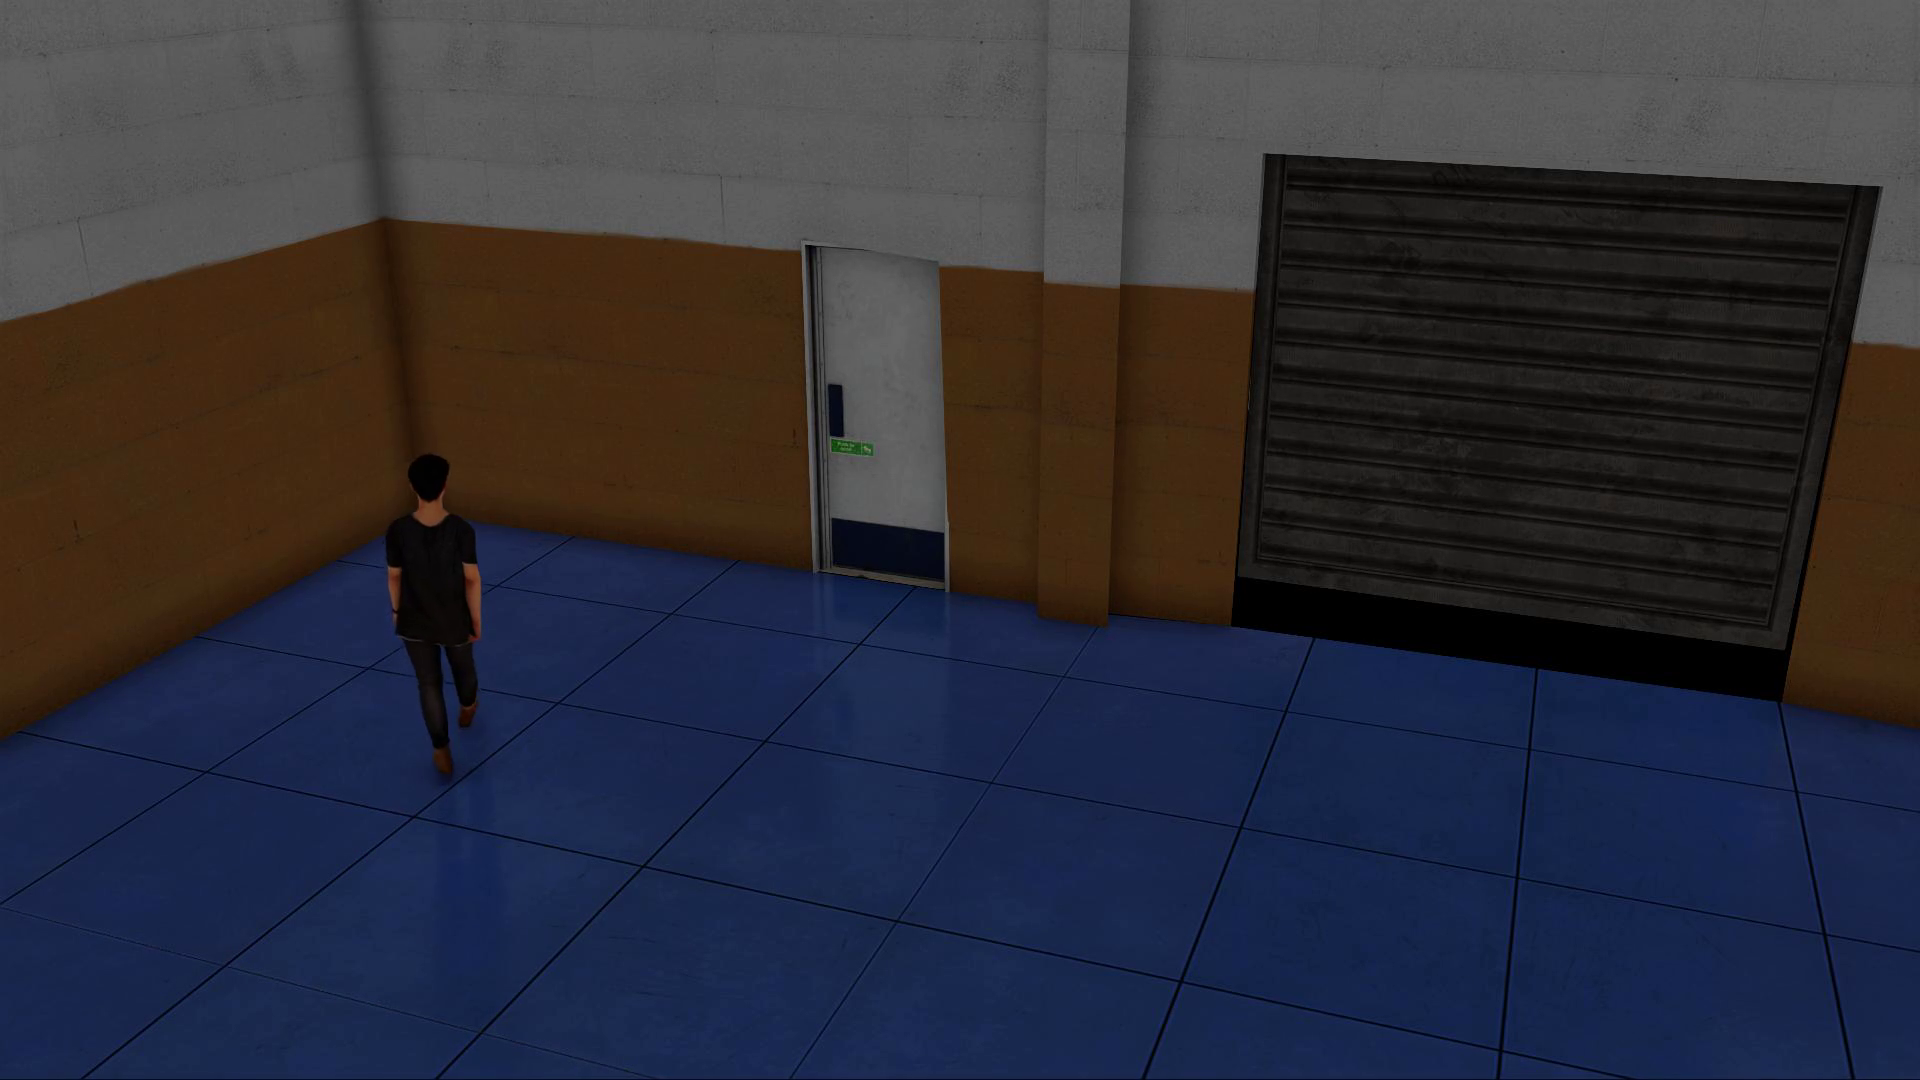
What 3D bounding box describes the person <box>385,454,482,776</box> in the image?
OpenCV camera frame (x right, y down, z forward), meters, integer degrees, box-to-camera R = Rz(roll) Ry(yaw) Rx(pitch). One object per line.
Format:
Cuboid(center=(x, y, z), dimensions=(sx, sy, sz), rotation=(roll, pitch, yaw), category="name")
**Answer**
Cuboid(center=(-2.748, 0.429, 8.711), dimensions=(1.078, 1.672, 1.055), rotation=(-6, 23, -13), category="person")
